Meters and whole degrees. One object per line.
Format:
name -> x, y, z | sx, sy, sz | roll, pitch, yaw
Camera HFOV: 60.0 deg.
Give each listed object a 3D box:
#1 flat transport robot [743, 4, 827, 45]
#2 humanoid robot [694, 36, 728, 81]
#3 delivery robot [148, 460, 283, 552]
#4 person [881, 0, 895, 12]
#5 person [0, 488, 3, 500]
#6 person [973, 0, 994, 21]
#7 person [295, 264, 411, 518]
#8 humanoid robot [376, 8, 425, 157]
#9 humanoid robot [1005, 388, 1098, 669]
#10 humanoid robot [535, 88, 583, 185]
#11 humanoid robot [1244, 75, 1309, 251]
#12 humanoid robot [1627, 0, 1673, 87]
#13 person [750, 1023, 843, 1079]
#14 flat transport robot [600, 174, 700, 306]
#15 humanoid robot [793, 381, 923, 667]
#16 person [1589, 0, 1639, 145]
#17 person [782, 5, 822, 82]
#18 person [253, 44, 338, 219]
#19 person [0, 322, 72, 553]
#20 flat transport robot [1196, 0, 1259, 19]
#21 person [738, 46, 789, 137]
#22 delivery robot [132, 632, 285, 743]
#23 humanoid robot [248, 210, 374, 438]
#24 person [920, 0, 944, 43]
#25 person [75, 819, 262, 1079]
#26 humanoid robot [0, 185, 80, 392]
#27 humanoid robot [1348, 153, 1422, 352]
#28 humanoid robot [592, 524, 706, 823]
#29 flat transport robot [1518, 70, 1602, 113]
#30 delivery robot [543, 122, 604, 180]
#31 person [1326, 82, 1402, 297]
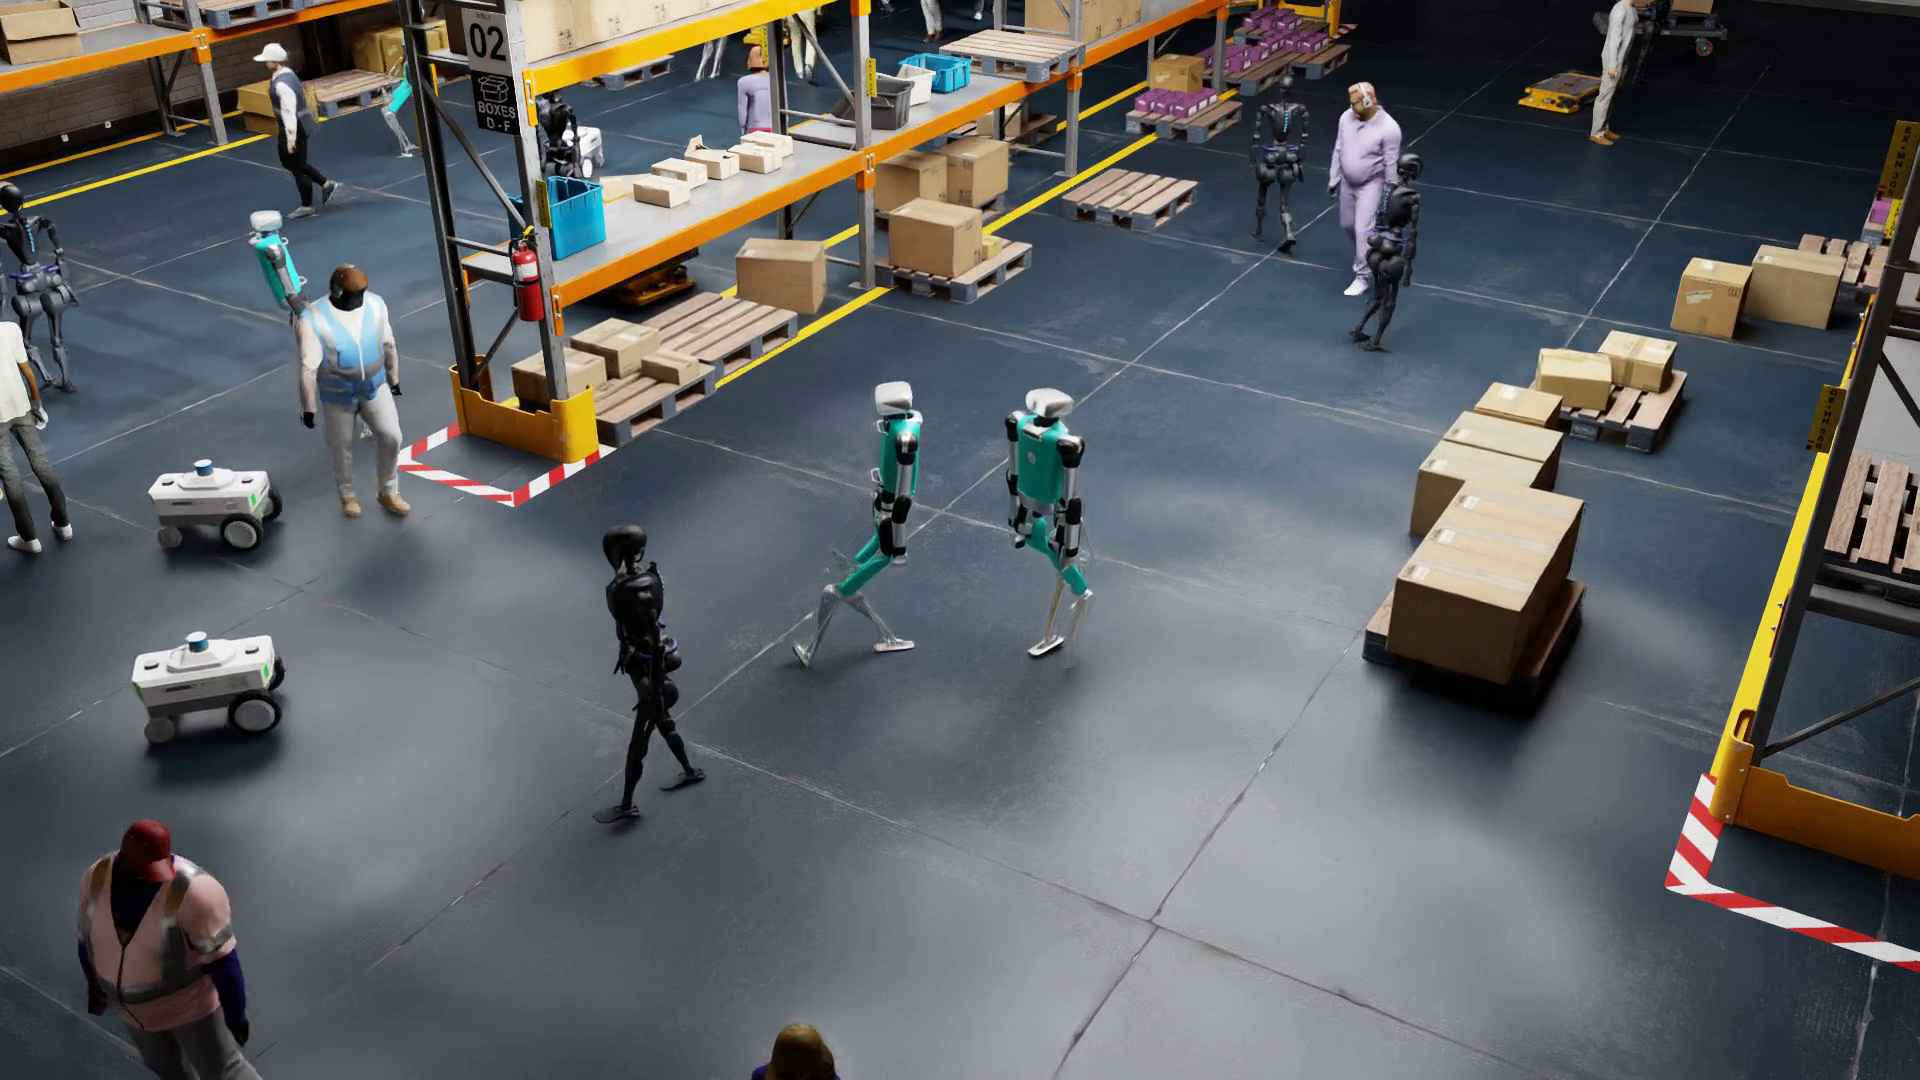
flat transport robot -> -2.624, -7.420, 24.067 | 0.659, 0.231, 1.431 | 5, 30, 8
humanoid robot -> -3.294, -6.847, 21.563 | 0.554, 1.788, 0.782 | 22, 36, 34
delivery robot -> -4.964, -0.244, 11.096 | 0.811, 0.609, 0.499 | -2, 30, -3
person -> -1.223, -9.088, 25.355 | 0.550, 1.905, 0.761 | -17, 34, -27
person -> -6.941, -1.076, 11.093 | 0.610, 1.995, 0.375 | -12, 32, -20
person -> 0.432, -8.717, 24.816 | 0.540, 1.788, 0.976 | 5, 30, 8
person -> -4.059, -0.970, 11.100 | 0.745, 1.803, 0.626 | -22, 36, -33
humanoid robot -> -6.308, -5.206, 18.670 | 0.798, 1.765, 0.581 | -13, 32, -21
humanoid robot -> 0.605, -0.066, 9.612 | 0.666, 1.846, 0.540 | -26, 38, -37
humanoid robot -> -3.847, -3.632, 15.936 | 0.589, 1.654, 0.353 | 13, 32, 21
humanoid robot -> 3.046, -3.605, 15.916 | 0.585, 1.632, 0.680 | -4, 30, -7
humanoid robot -> 8.932, -6.674, 21.310 | 0.338, 1.652, 0.591 | 22, 36, 33
person -> -0.556, 2.258, 5.605 | 0.463, 1.588, 0.746 | 16, 33, 25
flat transport robot -> -3.200, -2.473, 15.317 | 1.431, 0.231, 0.659 | 20, 35, 32
humanoid robot -> -0.648, -0.033, 9.565 | 0.878, 1.826, 0.548 | -4, 30, -8
person -> 7.527, -5.507, 19.033 | 0.352, 1.896, 0.562 | 18, 34, 29
person -> -2.063, -6.817, 21.506 | 0.564, 1.730, 0.703 | 0, 29, 0
person -> -6.677, -4.099, 16.689 | 0.505, 1.747, 0.749 | -12, 32, -20
person -> -6.170, -0.799, 10.730 | 0.329, 1.871, 0.505 | 21, 36, 32
flat transport robot -> 4.127, -8.148, 25.354 | 1.431, 0.231, 0.659 | -11, 31, -18
person -> -2.000, -4.220, 17.022 | 0.508, 1.622, 0.301 | -4, 30, -7
delivery robot -> -4.172, 0.786, 9.263 | 0.802, 0.598, 0.499 | -9, 31, -15
humanoid robot -> -4.670, -1.595, 12.284 | 0.818, 1.789, 0.595 | -18, 34, -28
person -> -0.490, -7.973, 23.380 | 0.630, 1.906, 0.471 | 13, 32, 22
person -> -3.011, 1.761, 6.361 | 0.668, 1.722, 0.422 | 7, 30, 12
humanoid robot -> -7.188, -1.938, 12.944 | 0.374, 1.635, 0.594 | 20, 35, 31
humanoid robot -> 3.523, -2.380, 13.727 | 0.384, 1.639, 0.592 | -9, 31, -16
humanoid robot -> -1.646, 0.650, 8.380 | 0.662, 1.632, 0.609 | -15, 33, -24
flat transport robot -> 7.651, -5.624, 20.891 | 0.659, 0.231, 1.431 | 24, 37, 36
delivery robot -> -4.215, -4.244, 18.178 | 0.499, 0.614, 0.804 | 8, 30, 13
person -> 3.678, -3.212, 15.008 | 0.727, 1.856, 0.663 | -20, 35, -31
